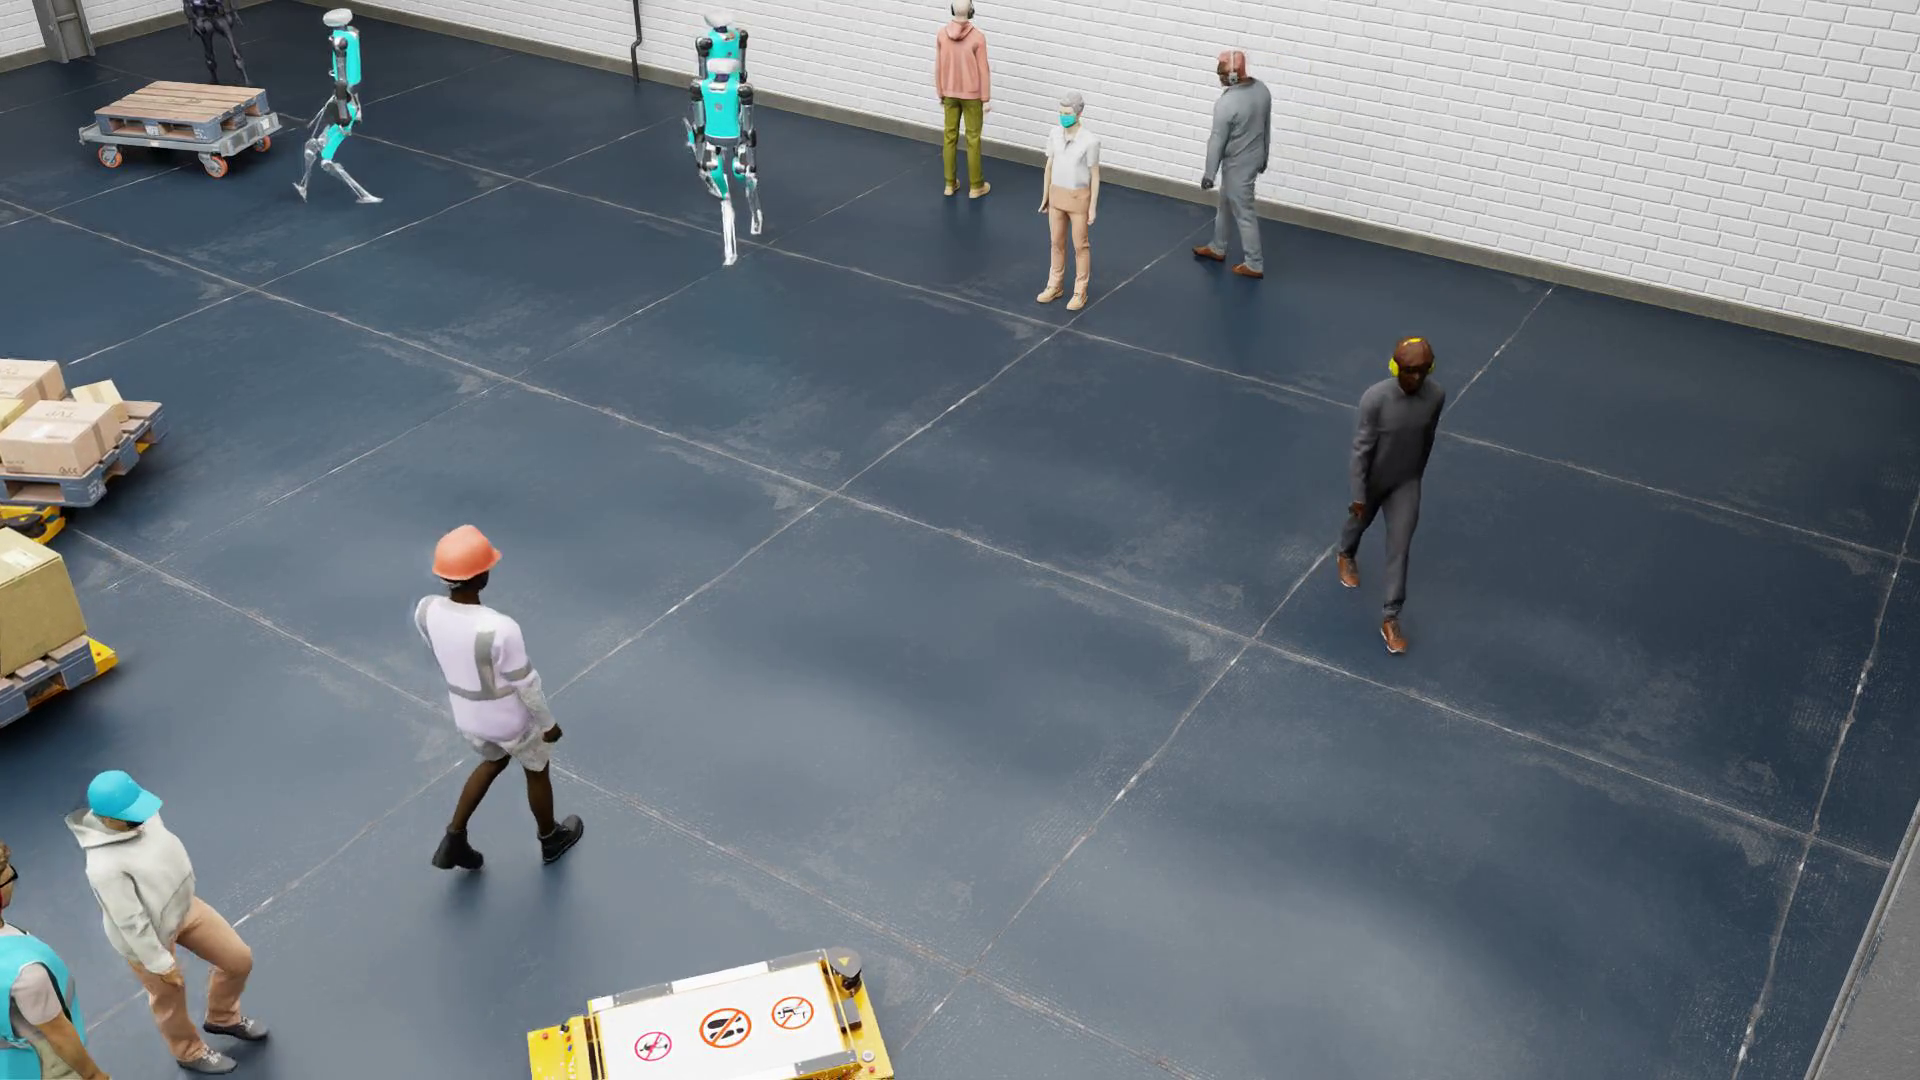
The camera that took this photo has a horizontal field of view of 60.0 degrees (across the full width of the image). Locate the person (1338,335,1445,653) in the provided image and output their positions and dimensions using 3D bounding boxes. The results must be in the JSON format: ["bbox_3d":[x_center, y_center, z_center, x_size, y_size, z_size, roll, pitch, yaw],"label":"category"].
[{"bbox_3d":[2.406,-0.363,9.391,0.505,1.815,1.001,-2,33,-4],"label":"person"}]

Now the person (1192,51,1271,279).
[{"bbox_3d":[2.203,-3.058,13.543,0.807,1.863,0.676,20,38,28],"label":"person"}]

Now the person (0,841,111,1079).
[{"bbox_3d":[-3.301,1.834,5.949,0.562,1.840,0.390,16,36,24],"label":"person"}]

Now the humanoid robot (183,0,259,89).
[{"bbox_3d":[-7.898,-5.540,17.605,0.773,1.621,0.612,27,41,35],"label":"humanoid robot"}]

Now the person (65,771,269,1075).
[{"bbox_3d":[-3.114,1.540,6.572,0.462,1.654,0.475,5,33,7],"label":"person"}]

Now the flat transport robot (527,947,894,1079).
[{"bbox_3d":[-1.050,2.134,6.935,1.431,0.231,0.659,-9,34,-14],"label":"flat transport robot"}]

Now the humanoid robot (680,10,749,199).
[{"bbox_3d":[-2.244,-3.839,14.980,0.720,1.904,0.544,28,42,36],"label":"humanoid robot"}]

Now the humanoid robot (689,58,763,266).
[{"bbox_3d":[-1.880,-3.278,14.017,0.549,1.770,0.939,5,33,7],"label":"humanoid robot"}]

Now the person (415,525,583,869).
[{"bbox_3d":[-2.125,0.777,7.545,0.561,1.906,0.681,17,36,24],"label":"person"}]

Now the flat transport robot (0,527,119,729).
[{"bbox_3d":[-5.376,0.850,8.934,0.659,0.231,1.431,19,38,27],"label":"flat transport robot"}]

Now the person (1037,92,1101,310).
[{"bbox_3d":[0.861,-2.657,13.023,0.488,1.745,0.304,20,38,28],"label":"person"}]

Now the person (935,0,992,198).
[{"bbox_3d":[0.027,-4.010,15.046,0.522,1.837,0.369,12,35,18],"label":"person"}]

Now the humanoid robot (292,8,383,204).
[{"bbox_3d":[-5.734,-3.825,14.878,0.939,1.791,0.559,-3,33,-4],"label":"humanoid robot"}]

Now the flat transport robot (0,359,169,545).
[{"bbox_3d":[-5.955,-0.405,10.886,0.659,0.231,1.431,3,33,5],"label":"flat transport robot"}]
